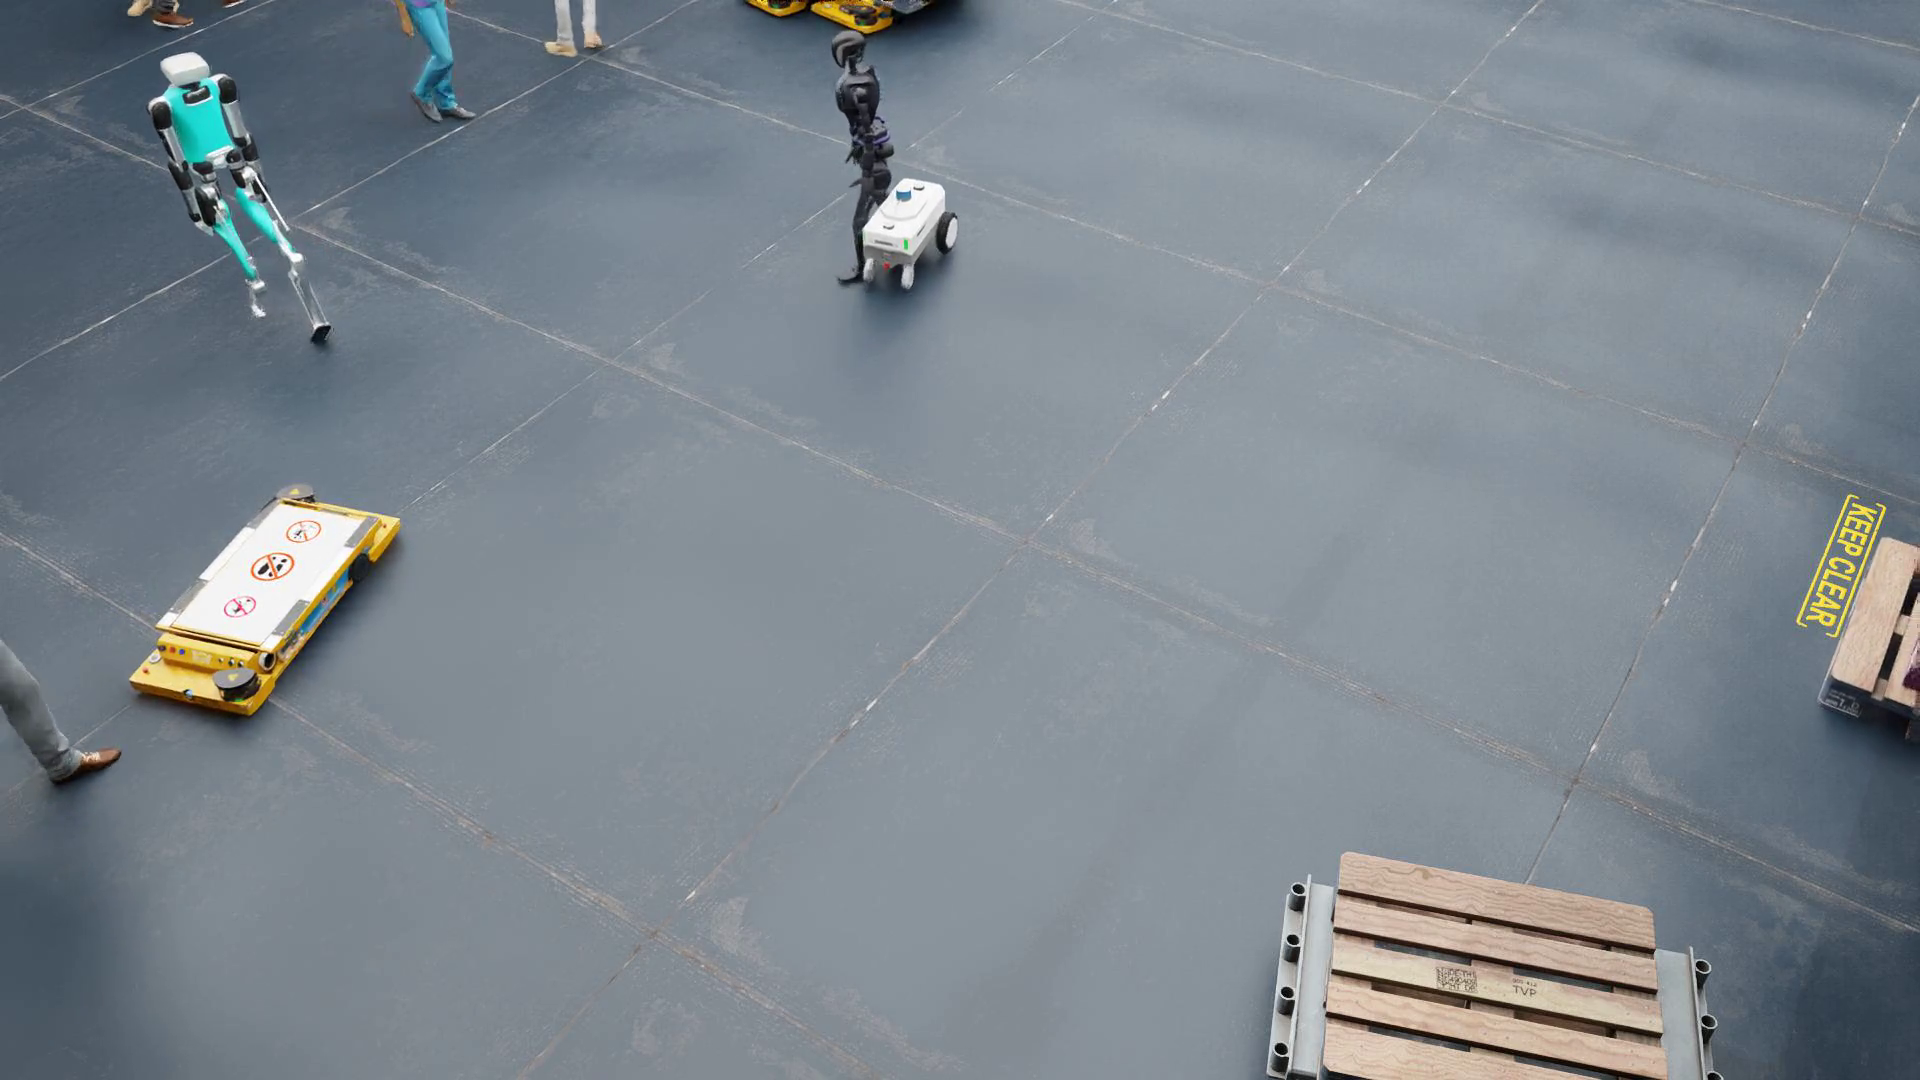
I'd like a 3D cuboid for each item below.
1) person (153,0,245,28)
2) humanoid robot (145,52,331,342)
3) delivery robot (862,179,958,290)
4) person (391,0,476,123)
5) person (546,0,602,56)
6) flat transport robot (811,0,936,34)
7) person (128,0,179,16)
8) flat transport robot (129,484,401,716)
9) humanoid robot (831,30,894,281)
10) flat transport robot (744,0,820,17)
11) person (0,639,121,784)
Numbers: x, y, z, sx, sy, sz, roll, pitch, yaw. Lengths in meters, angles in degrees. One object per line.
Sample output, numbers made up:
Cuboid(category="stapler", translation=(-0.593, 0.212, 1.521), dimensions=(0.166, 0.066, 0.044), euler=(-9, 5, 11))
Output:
Cuboid(category="person", translation=(-6.271, -5.052, 13.262), dimensions=(0.933, 1.824, 0.490), euler=(-26, 48, -26))
Cuboid(category="humanoid robot", translation=(-4.167, -1.933, 9.862), dimensions=(0.952, 1.772, 0.541), euler=(28, 49, 28))
Cuboid(category="delivery robot", translation=(-0.353, -2.042, 10.864), dimensions=(0.499, 0.614, 0.815), euler=(14, 44, 15))
Cuboid(category="person", translation=(-3.820, -3.849, 11.914), dimensions=(0.459, 1.830, 0.585), euler=(10, 43, 11))
Cuboid(category="person", translation=(-3.053, -4.658, 12.811), dimensions=(0.572, 1.848, 0.385), euler=(-10, 43, -11))
Cuboid(category="flat transport robot", translation=(-0.513, -4.641, 13.973), dimensions=(0.659, 0.231, 1.431), euler=(31, 50, 30))
Cuboid(category="person", translation=(-6.706, -5.064, 13.337), dimensions=(0.481, 1.745, 0.312), euler=(4, 42, 4))
Cuboid(category="flat transport robot", translation=(-3.514, 0.272, 8.475), dimensions=(0.659, 0.231, 1.431), euler=(10, 43, 11))
Cuboid(category="humanoid robot", translation=(-0.572, -2.421, 10.443), dimensions=(0.566, 1.627, 0.587), euler=(-9, 43, -10))
Cuboid(category="flat transport robot", translation=(-1.216, -4.850, 14.206), dimensions=(0.659, 0.231, 1.431), euler=(34, 52, 32))
Cuboid(category="person", translation=(-4.389, 0.501, 7.035), dimensions=(0.907, 1.857, 0.676), euler=(-7, 42, -8))
